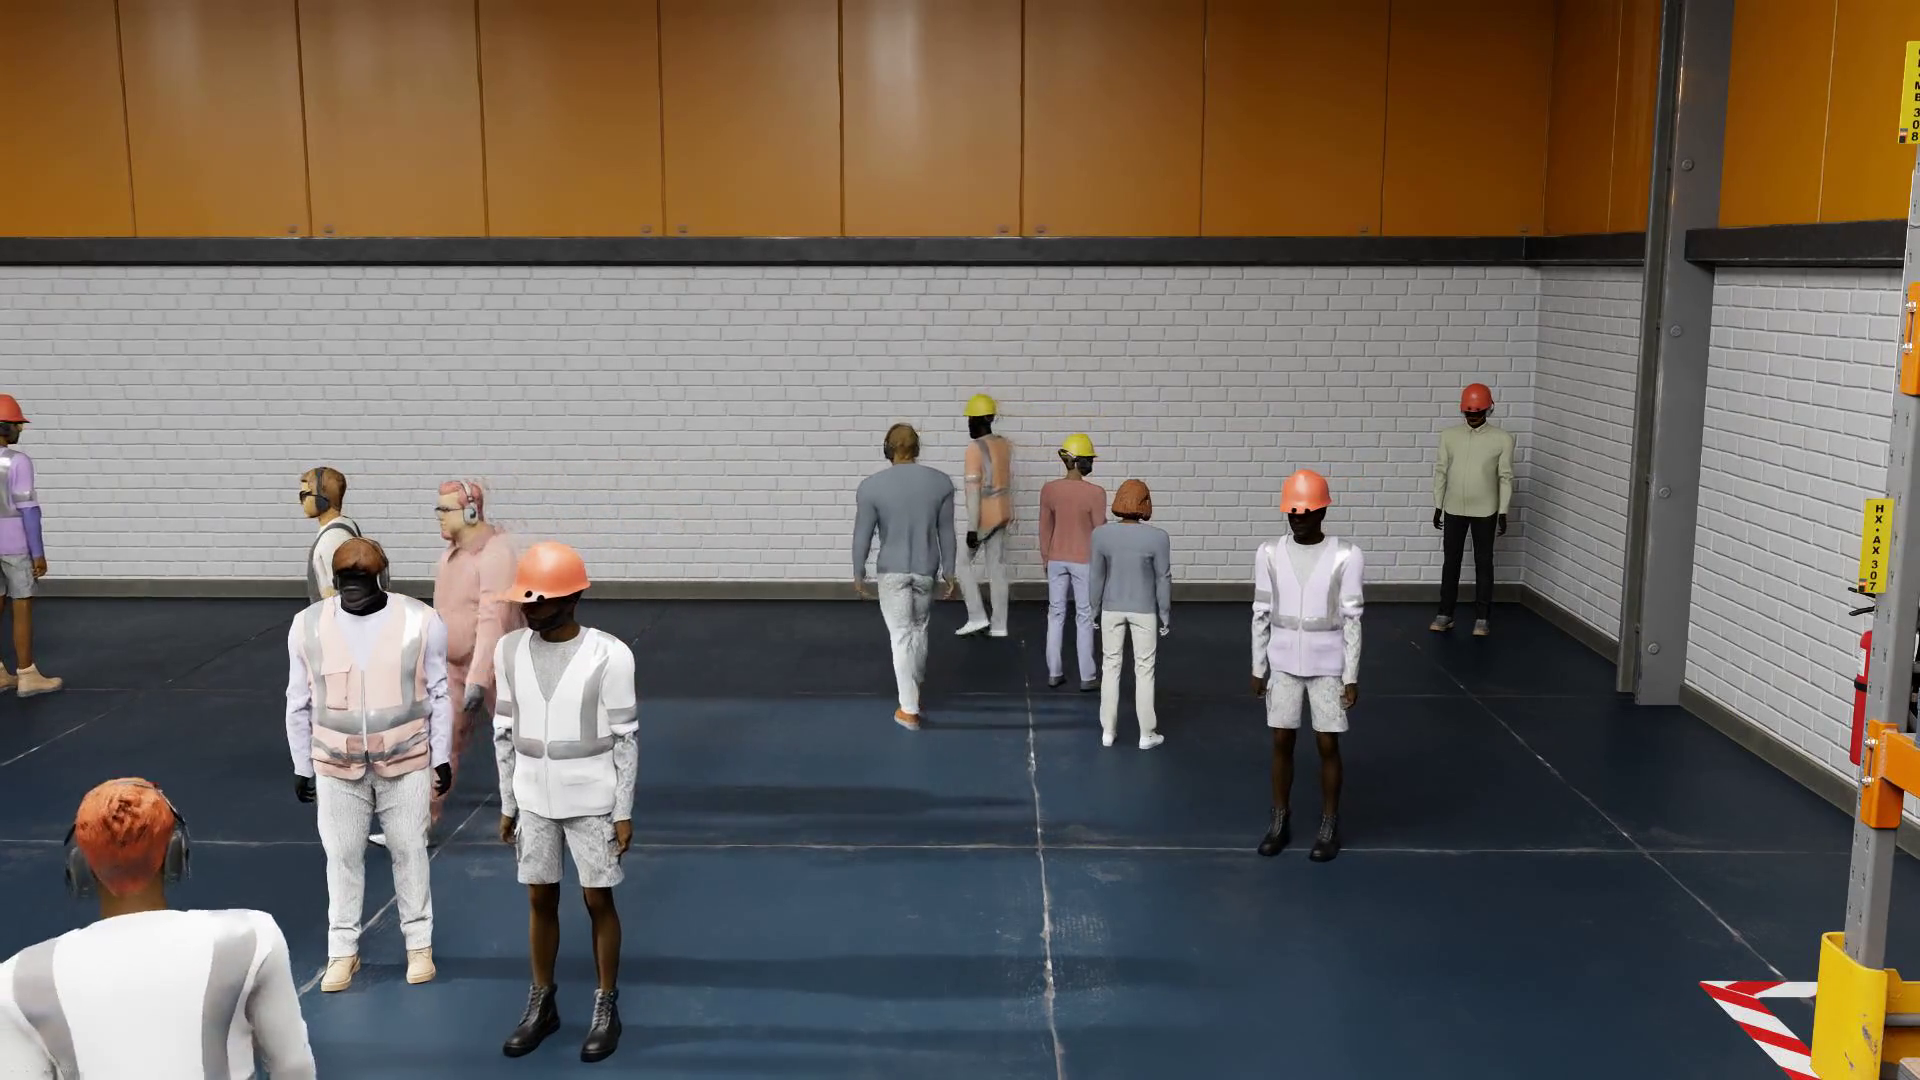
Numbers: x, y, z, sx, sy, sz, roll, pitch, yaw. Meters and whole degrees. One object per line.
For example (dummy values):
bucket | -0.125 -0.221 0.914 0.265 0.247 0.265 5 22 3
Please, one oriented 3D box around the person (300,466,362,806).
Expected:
person | -3.339 0.519 8.950 0.326 1.843 0.515 -2 10 -12

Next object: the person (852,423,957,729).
person | -0.383 0.200 10.676 0.654 1.900 0.875 -3 10 -19

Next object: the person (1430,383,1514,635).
person | 4.019 -0.244 13.096 0.608 1.987 0.388 6 11 30

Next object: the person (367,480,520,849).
person | -2.433 0.628 8.257 0.990 1.853 0.653 -9 13 -44

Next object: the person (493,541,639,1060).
person | -1.447 0.952 6.086 0.547 1.934 0.376 2 10 11

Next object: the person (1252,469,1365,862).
person | 1.683 0.613 8.133 0.542 1.932 0.383 4 10 25

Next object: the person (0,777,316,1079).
person | -1.731 1.406 3.668 0.598 1.831 0.986 -3 10 -18

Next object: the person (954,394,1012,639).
person | 0.158 -0.178 12.911 0.556 1.906 0.623 6 11 33

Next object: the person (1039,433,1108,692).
person | 0.784 0.155 11.377 0.526 1.765 0.329 7 12 34

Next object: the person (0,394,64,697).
person | -6.431 0.037 11.248 0.612 2.039 0.392 3 10 18

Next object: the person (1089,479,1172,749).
person | 1.025 0.444 10.032 0.507 1.632 0.268 3 10 20

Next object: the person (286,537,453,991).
person | -2.371 0.896 6.706 0.637 1.840 0.429 -2 10 -13
